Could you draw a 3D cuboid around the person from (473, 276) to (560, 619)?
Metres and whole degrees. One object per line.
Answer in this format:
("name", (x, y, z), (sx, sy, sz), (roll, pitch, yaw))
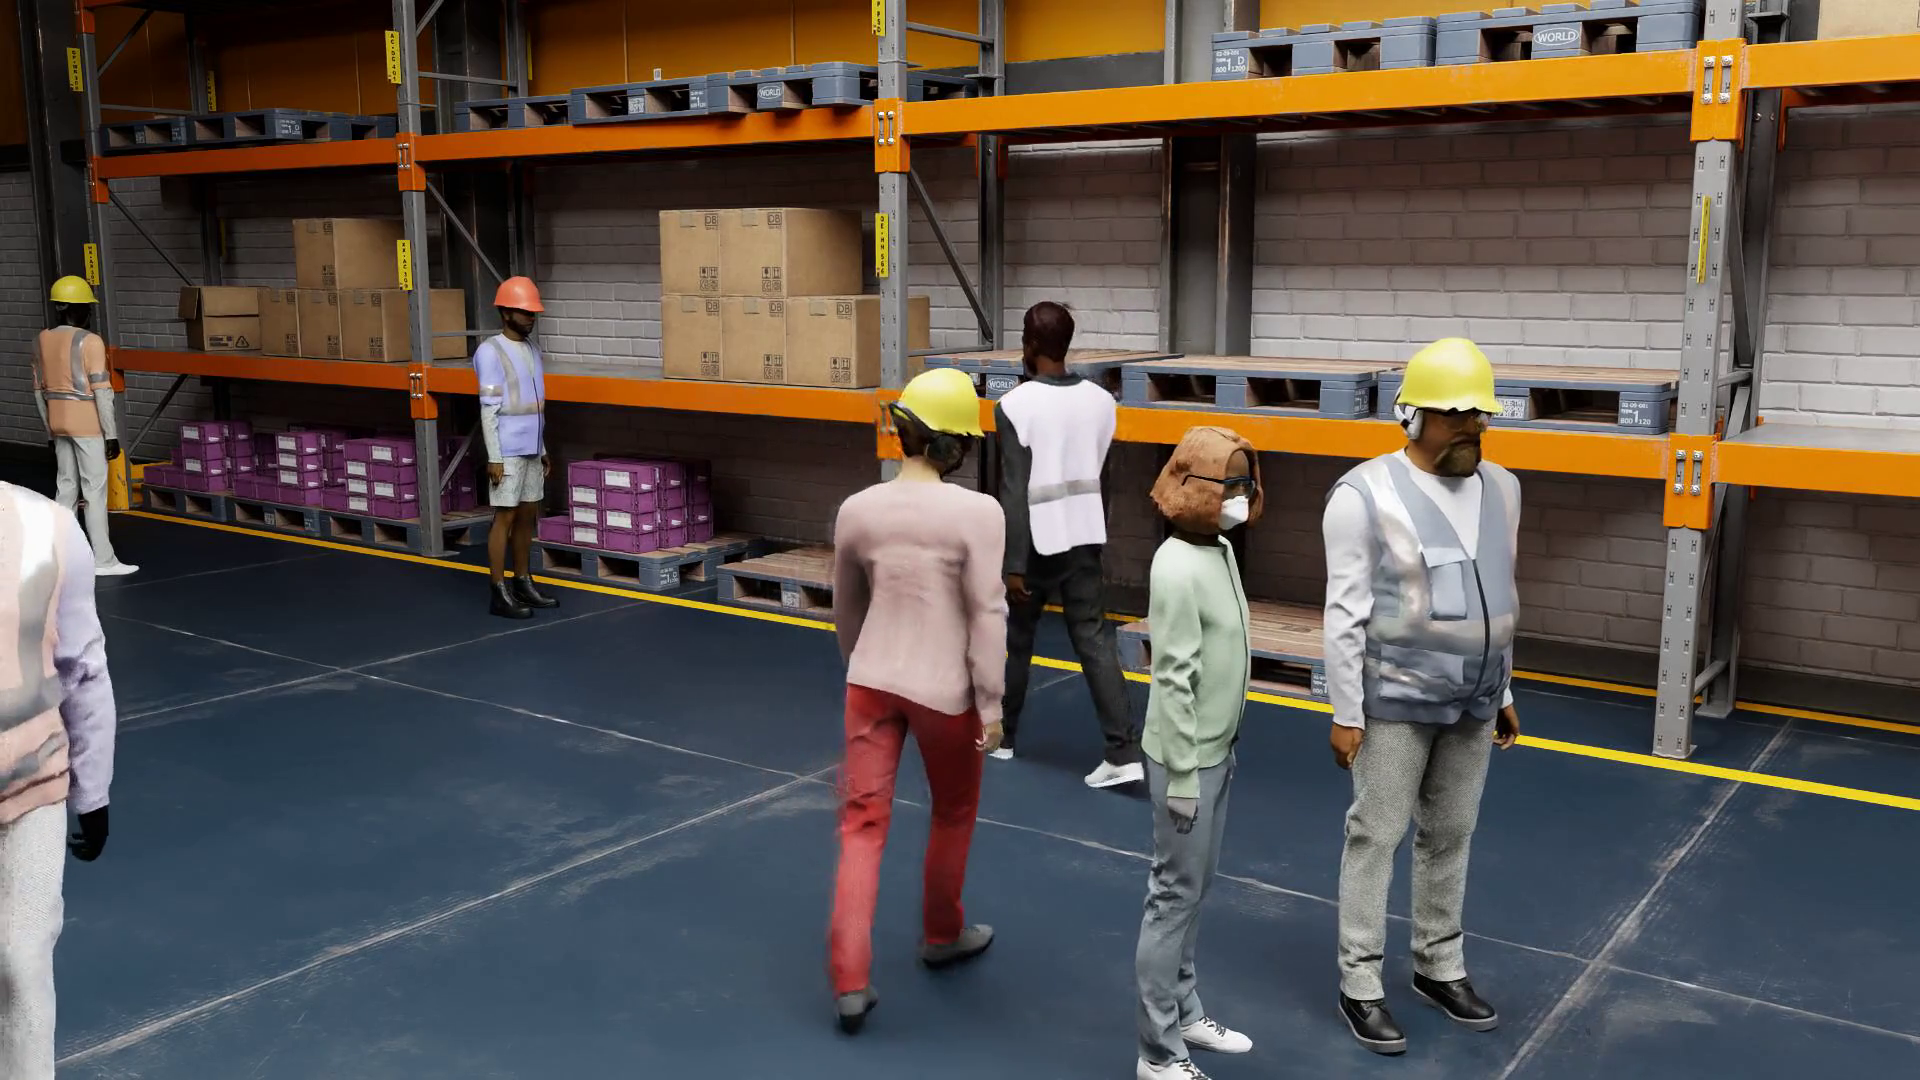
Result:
("person", (-2.503, -0.527, 9.492), (0.377, 1.932, 0.552), (3, 10, 18))

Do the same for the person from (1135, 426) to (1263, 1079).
("person", (0.584, 0.535, 4.061), (0.271, 1.632, 0.507), (3, 10, 19))

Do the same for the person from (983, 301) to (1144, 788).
("person", (0.387, 0.015, 6.479), (0.610, 1.876, 0.995), (-7, 12, -35))

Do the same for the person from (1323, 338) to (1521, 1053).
("person", (1.214, 0.397, 4.301), (0.602, 1.828, 0.404), (-4, 10, -24))

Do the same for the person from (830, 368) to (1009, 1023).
("person", (-0.121, 0.412, 4.477), (0.577, 1.727, 0.710), (4, 10, 21))

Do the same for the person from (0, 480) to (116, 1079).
("person", (-2.103, 0.539, 3.462), (0.649, 1.829, 0.488), (-7, 12, -36))

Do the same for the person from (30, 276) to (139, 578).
("person", (-5.622, -0.716, 10.637), (0.585, 1.928, 0.369), (3, 10, 19))
